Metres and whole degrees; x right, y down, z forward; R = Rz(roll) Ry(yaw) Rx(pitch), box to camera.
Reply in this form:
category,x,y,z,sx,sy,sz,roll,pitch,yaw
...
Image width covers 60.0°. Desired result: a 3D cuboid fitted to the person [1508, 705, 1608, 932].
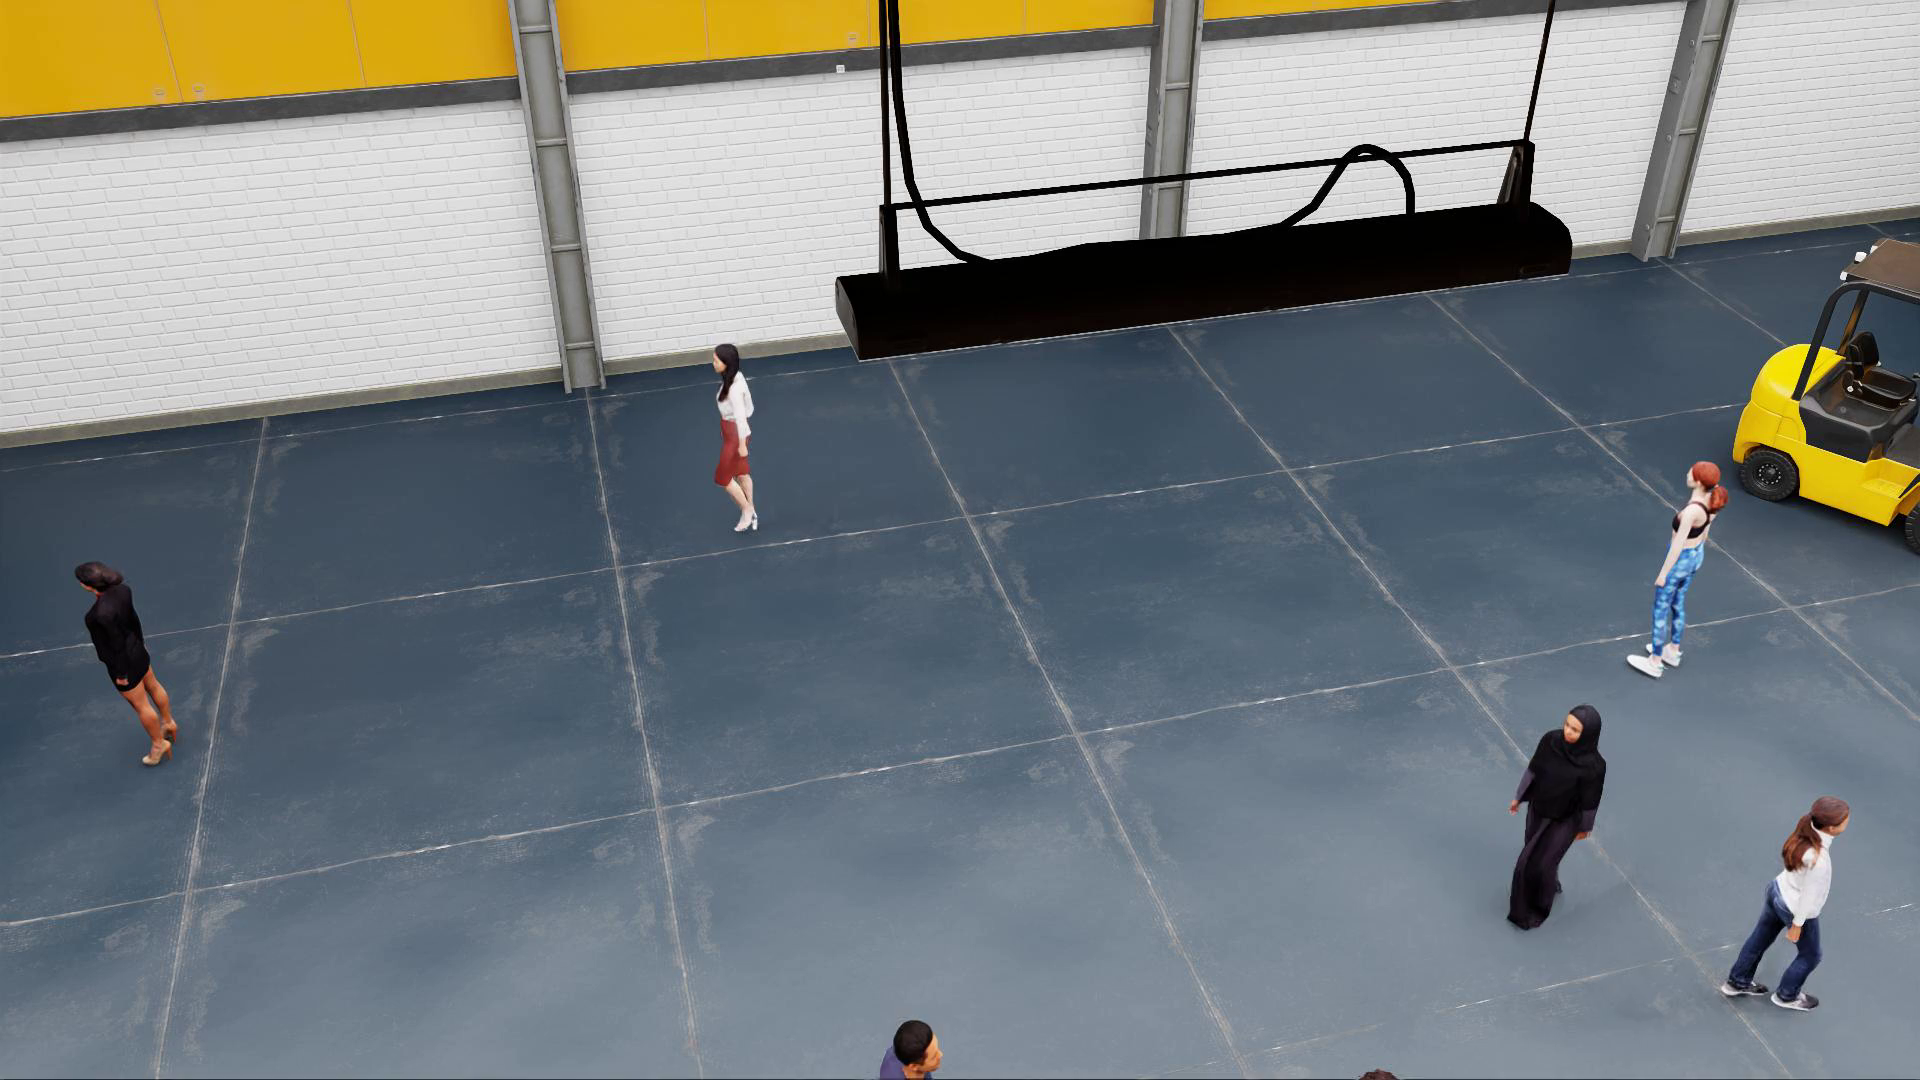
category,x,y,z,sx,sy,sz,roll,pitch,yaw
person,3.701,1.630,10.174,0.840,1.612,0.679,-15,36,-21

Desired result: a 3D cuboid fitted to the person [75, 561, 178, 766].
category,x,y,z,sx,sy,sz,roll,pitch,yaw
person,-5.679,0.825,11.359,0.641,1.640,0.622,-2,34,-3

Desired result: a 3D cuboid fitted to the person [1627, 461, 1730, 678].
category,x,y,z,sx,sy,sz,roll,pitch,yaw
person,5.262,0.216,12.152,0.616,1.777,0.717,-25,41,-32

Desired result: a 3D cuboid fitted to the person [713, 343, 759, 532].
category,x,y,z,sx,sy,sz,roll,pitch,yaw
person,-1.772,-0.825,13.753,0.595,1.739,0.626,-7,34,-11

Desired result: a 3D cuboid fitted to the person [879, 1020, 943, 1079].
category,x,y,z,sx,sy,sz,roll,pitch,yaw
person,-0.341,2.969,8.040,1.174,1.744,0.874,0,34,0

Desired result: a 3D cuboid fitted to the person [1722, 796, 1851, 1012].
category,x,y,z,sx,sy,sz,roll,pitch,yaw
person,4.692,2.093,9.552,0.826,1.530,0.684,2,34,2
